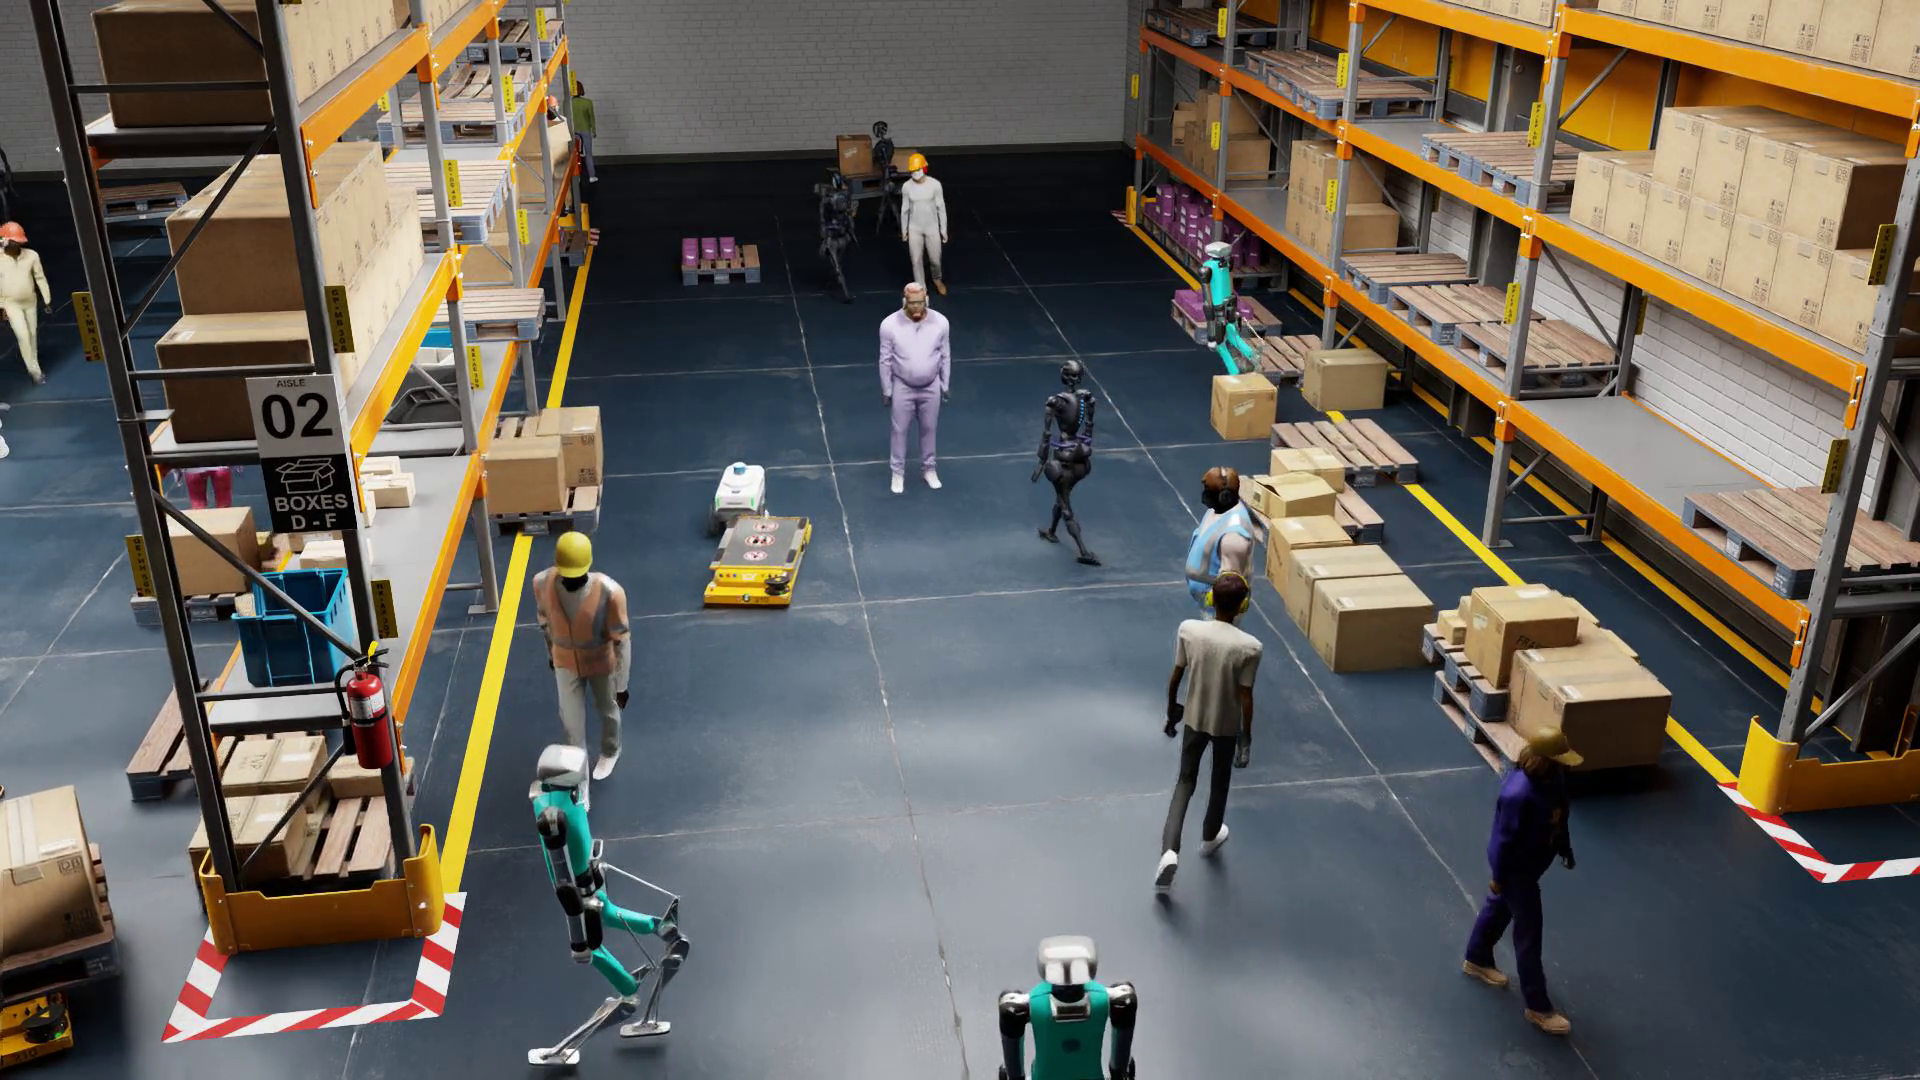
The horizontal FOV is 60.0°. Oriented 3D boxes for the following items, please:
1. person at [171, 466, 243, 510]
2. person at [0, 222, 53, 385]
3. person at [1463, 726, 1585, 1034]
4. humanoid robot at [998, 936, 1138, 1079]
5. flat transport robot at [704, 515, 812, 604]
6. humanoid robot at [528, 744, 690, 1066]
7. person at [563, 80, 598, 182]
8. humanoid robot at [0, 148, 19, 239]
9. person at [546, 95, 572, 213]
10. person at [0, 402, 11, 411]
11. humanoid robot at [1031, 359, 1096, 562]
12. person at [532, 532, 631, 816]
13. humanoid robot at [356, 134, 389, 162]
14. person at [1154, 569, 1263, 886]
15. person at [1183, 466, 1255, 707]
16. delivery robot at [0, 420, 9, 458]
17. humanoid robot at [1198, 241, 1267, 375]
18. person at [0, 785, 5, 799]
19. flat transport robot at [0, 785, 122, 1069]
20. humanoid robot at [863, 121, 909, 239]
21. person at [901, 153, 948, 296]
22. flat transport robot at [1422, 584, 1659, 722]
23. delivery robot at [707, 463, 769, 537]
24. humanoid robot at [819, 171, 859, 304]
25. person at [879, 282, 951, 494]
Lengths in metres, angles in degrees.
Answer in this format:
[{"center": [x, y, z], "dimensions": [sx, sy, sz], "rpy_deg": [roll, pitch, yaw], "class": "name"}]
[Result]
[{"center": [-6.028, -0.585, 13.328], "dimensions": [0.524, 1.620, 0.388], "rpy_deg": [-10, 26, -22], "class": "person"}, {"center": [-9.884, -2.501, 17.571], "dimensions": [0.712, 1.713, 0.581], "rpy_deg": [17, 29, 34], "class": "person"}, {"center": [2.899, 1.646, 8.263], "dimensions": [0.755, 1.589, 0.480], "rpy_deg": [21, 31, 40], "class": "person"}, {"center": [0.399, 2.247, 6.718], "dimensions": [0.538, 1.776, 0.705], "rpy_deg": [-2, 24, -4], "class": "humanoid robot"}, {"center": [-1.605, 0.135, 13.370], "dimensions": [0.659, 0.231, 1.431], "rpy_deg": [1, 24, 2], "class": "flat transport robot"}, {"center": [-1.646, 1.747, 7.870], "dimensions": [0.919, 1.768, 0.546], "rpy_deg": [-3, 24, -7], "class": "humanoid robot"}, {"center": [-6.196, -6.666, 27.162], "dimensions": [0.507, 1.632, 0.272], "rpy_deg": [-1, 24, -3], "class": "person"}, {"center": [-13.549, -4.966, 23.295], "dimensions": [0.591, 1.620, 0.778], "rpy_deg": [-7, 25, -17], "class": "humanoid robot"}, {"center": [-6.110, -5.819, 25.082], "dimensions": [0.562, 1.755, 0.319], "rpy_deg": [4, 24, 10], "class": "person"}, {"center": [-9.981, -2.189, 16.580], "dimensions": [0.467, 1.946, 0.514], "rpy_deg": [7, 25, 16], "class": "person"}, {"center": [0.898, -0.645, 13.475], "dimensions": [0.586, 1.648, 0.784], "rpy_deg": [-19, 30, -36], "class": "humanoid robot"}, {"center": [-2.244, 0.760, 9.979], "dimensions": [0.594, 1.844, 0.993], "rpy_deg": [1, 24, 3], "class": "person"}, {"center": [-7.739, -4.592, 22.298], "dimensions": [0.536, 1.763, 0.699], "rpy_deg": [3, 24, 6], "class": "humanoid robot"}, {"center": [1.367, 1.069, 9.301], "dimensions": [0.547, 1.833, 0.808], "rpy_deg": [11, 26, 24], "class": "person"}, {"center": [1.678, 0.382, 10.864], "dimensions": [0.429, 1.836, 0.627], "rpy_deg": [0, 24, 0], "class": "person"}, {"center": [-9.390, -0.993, 15.578], "dimensions": [0.782, 0.589, 0.499], "rpy_deg": [-16, 28, -32], "class": "delivery robot"}, {"center": [2.748, -1.992, 16.512], "dimensions": [0.784, 1.874, 0.574], "rpy_deg": [18, 29, 35], "class": "humanoid robot"}, {"center": [-6.197, 0.738, 9.854], "dimensions": [0.610, 1.994, 0.377], "rpy_deg": [3, 24, 6], "class": "person"}, {"center": [-5.001, 2.242, 8.571], "dimensions": [0.659, 0.231, 1.431], "rpy_deg": [-13, 27, -27], "class": "flat transport robot"}, {"center": [-1.065, -5.093, 23.559], "dimensions": [0.701, 1.626, 0.616], "rpy_deg": [-2, 24, -4], "class": "humanoid robot"}, {"center": [-0.429, -3.848, 20.470], "dimensions": [0.605, 1.866, 0.648], "rpy_deg": [3, 24, 7], "class": "person"}, {"center": [3.868, 1.001, 11.397], "dimensions": [0.659, 0.231, 1.431], "rpy_deg": [-3, 24, -7], "class": "flat transport robot"}, {"center": [-1.866, -0.353, 14.136], "dimensions": [0.499, 0.602, 0.801], "rpy_deg": [0, 24, 0], "class": "delivery robot"}, {"center": [-1.505, -3.751, 20.541], "dimensions": [0.801, 1.641, 0.609], "rpy_deg": [20, 30, 38], "class": "humanoid robot"}, {"center": [-0.391, -1.348, 14.713], "dimensions": [0.650, 1.905, 0.406], "rpy_deg": [-5, 24, -12], "class": "person"}]
